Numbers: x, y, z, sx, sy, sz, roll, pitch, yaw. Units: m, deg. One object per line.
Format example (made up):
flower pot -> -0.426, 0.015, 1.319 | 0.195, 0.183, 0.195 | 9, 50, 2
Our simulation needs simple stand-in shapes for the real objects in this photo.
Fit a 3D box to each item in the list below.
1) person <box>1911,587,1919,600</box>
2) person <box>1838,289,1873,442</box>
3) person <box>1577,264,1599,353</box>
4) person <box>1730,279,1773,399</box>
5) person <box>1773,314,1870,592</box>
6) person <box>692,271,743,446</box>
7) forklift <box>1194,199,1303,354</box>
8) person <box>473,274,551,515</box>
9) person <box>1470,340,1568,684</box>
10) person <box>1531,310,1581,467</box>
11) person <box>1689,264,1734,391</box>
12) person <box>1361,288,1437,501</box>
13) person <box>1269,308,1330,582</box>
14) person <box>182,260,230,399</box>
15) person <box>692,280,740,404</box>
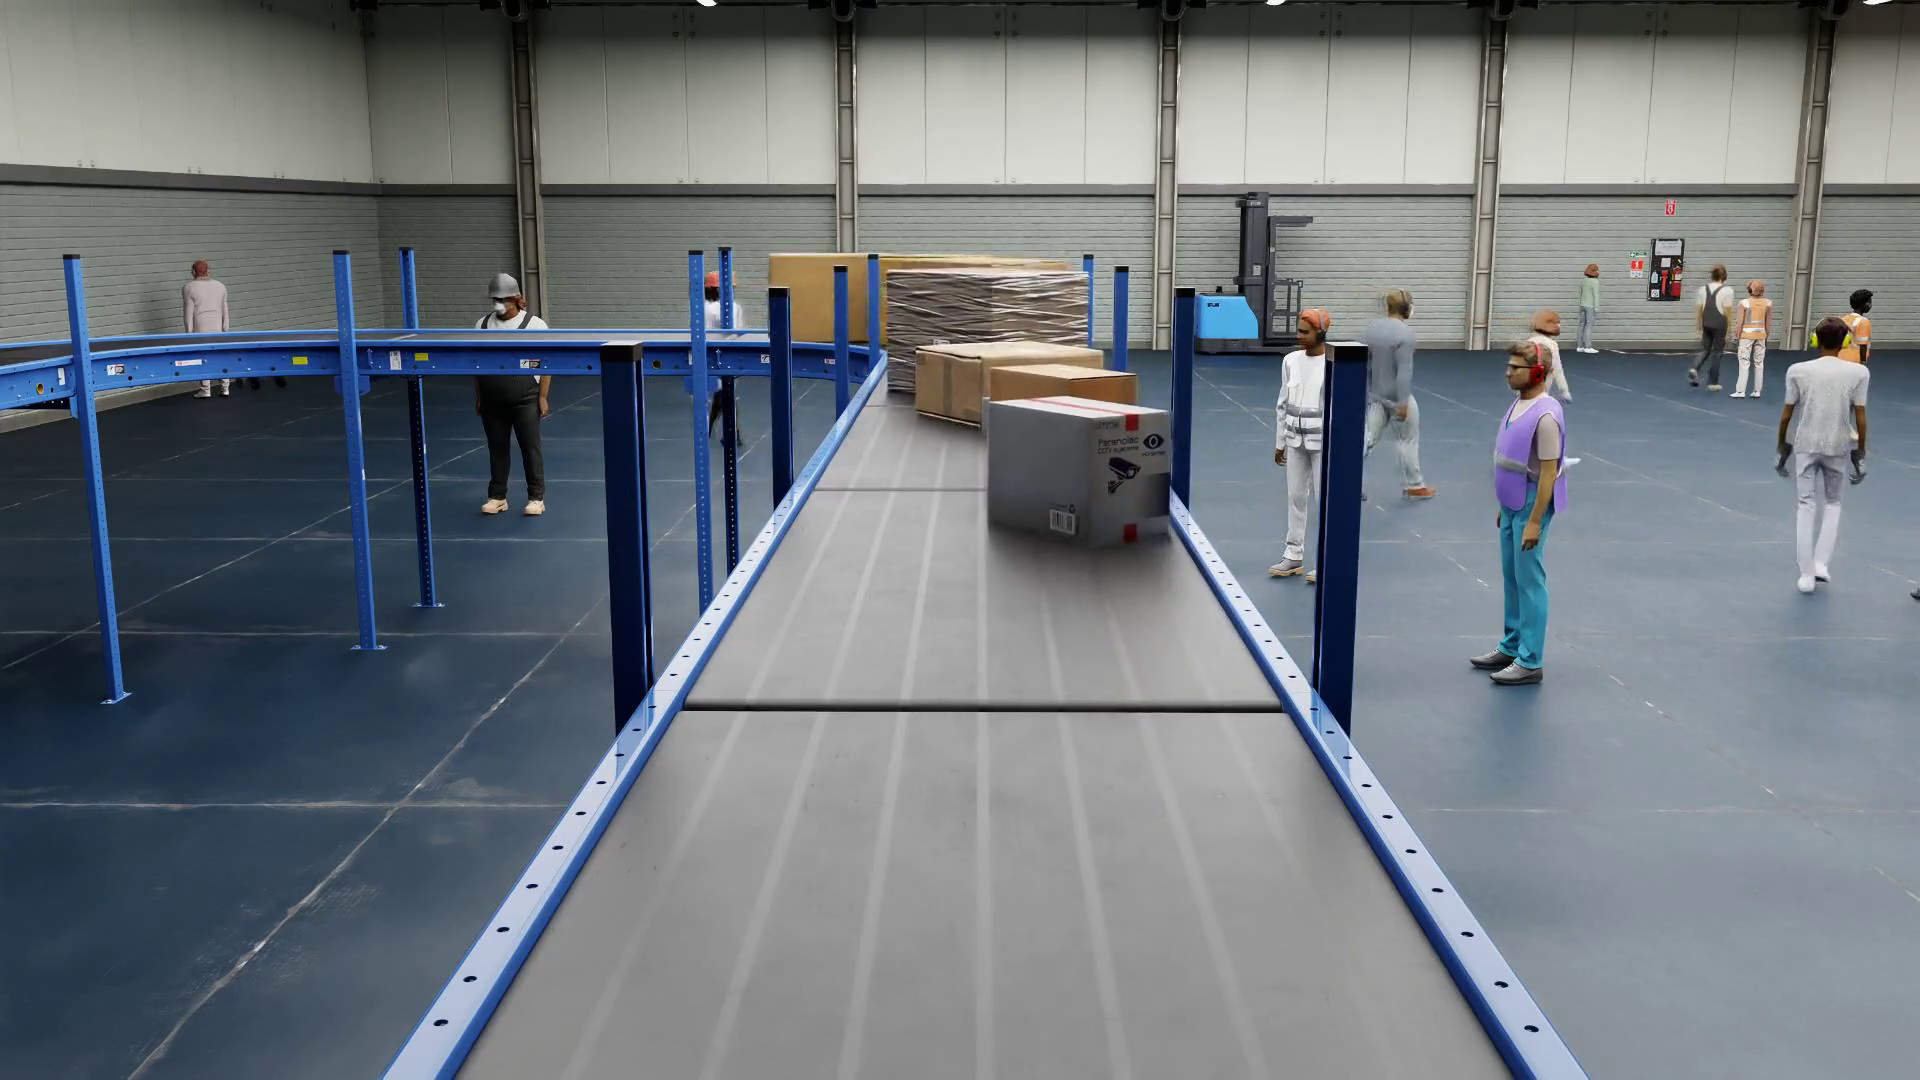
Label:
person -> 6.415, -0.406, 10.588 | 0.534, 1.740, 0.758 | 1, 11, 6
person -> 10.074, -1.978, 18.771 | 0.318, 1.697, 0.540 | 0, 11, 2
person -> 11.669, -4.297, 30.853 | 0.286, 1.634, 0.500 | -3, 11, -15
person -> 10.971, -2.782, 23.047 | 0.514, 1.643, 0.307 | -1, 11, -7
person -> 5.808, -0.589, 11.230 | 0.562, 1.852, 0.527 | 5, 12, 25
person -> -2.741, -2.011, 18.422 | 0.930, 1.896, 0.569 | 9, 14, 37
forklift -> 5.313, -4.851, 30.603 | 1.873, 2.768, 1.129 | 0, 11, 1
person -> -3.804, -1.205, 14.027 | 0.688, 2.000, 0.536 | 2, 11, 10
person -> 3.069, -0.155, 9.019 | 0.390, 1.848, 0.565 | 0, 11, 0
person -> 5.734, -1.436, 16.258 | 0.828, 1.595, 0.513 | 0, 11, 0
person -> 10.865, -3.061, 23.994 | 0.543, 1.830, 0.517 | -8, 13, -35
person -> 3.781, -1.278, 14.690 | 1.000, 1.895, 0.642 | -4, 12, -22
person -> 2.429, -0.654, 11.494 | 0.337, 1.881, 0.585 | -10, 15, -43
person -> -10.491, -2.927, 23.116 | 0.401, 1.906, 0.651 | 8, 14, 35
person -> -3.277, -2.656, 22.296 | 0.733, 1.666, 0.557 | -3, 11, -16
